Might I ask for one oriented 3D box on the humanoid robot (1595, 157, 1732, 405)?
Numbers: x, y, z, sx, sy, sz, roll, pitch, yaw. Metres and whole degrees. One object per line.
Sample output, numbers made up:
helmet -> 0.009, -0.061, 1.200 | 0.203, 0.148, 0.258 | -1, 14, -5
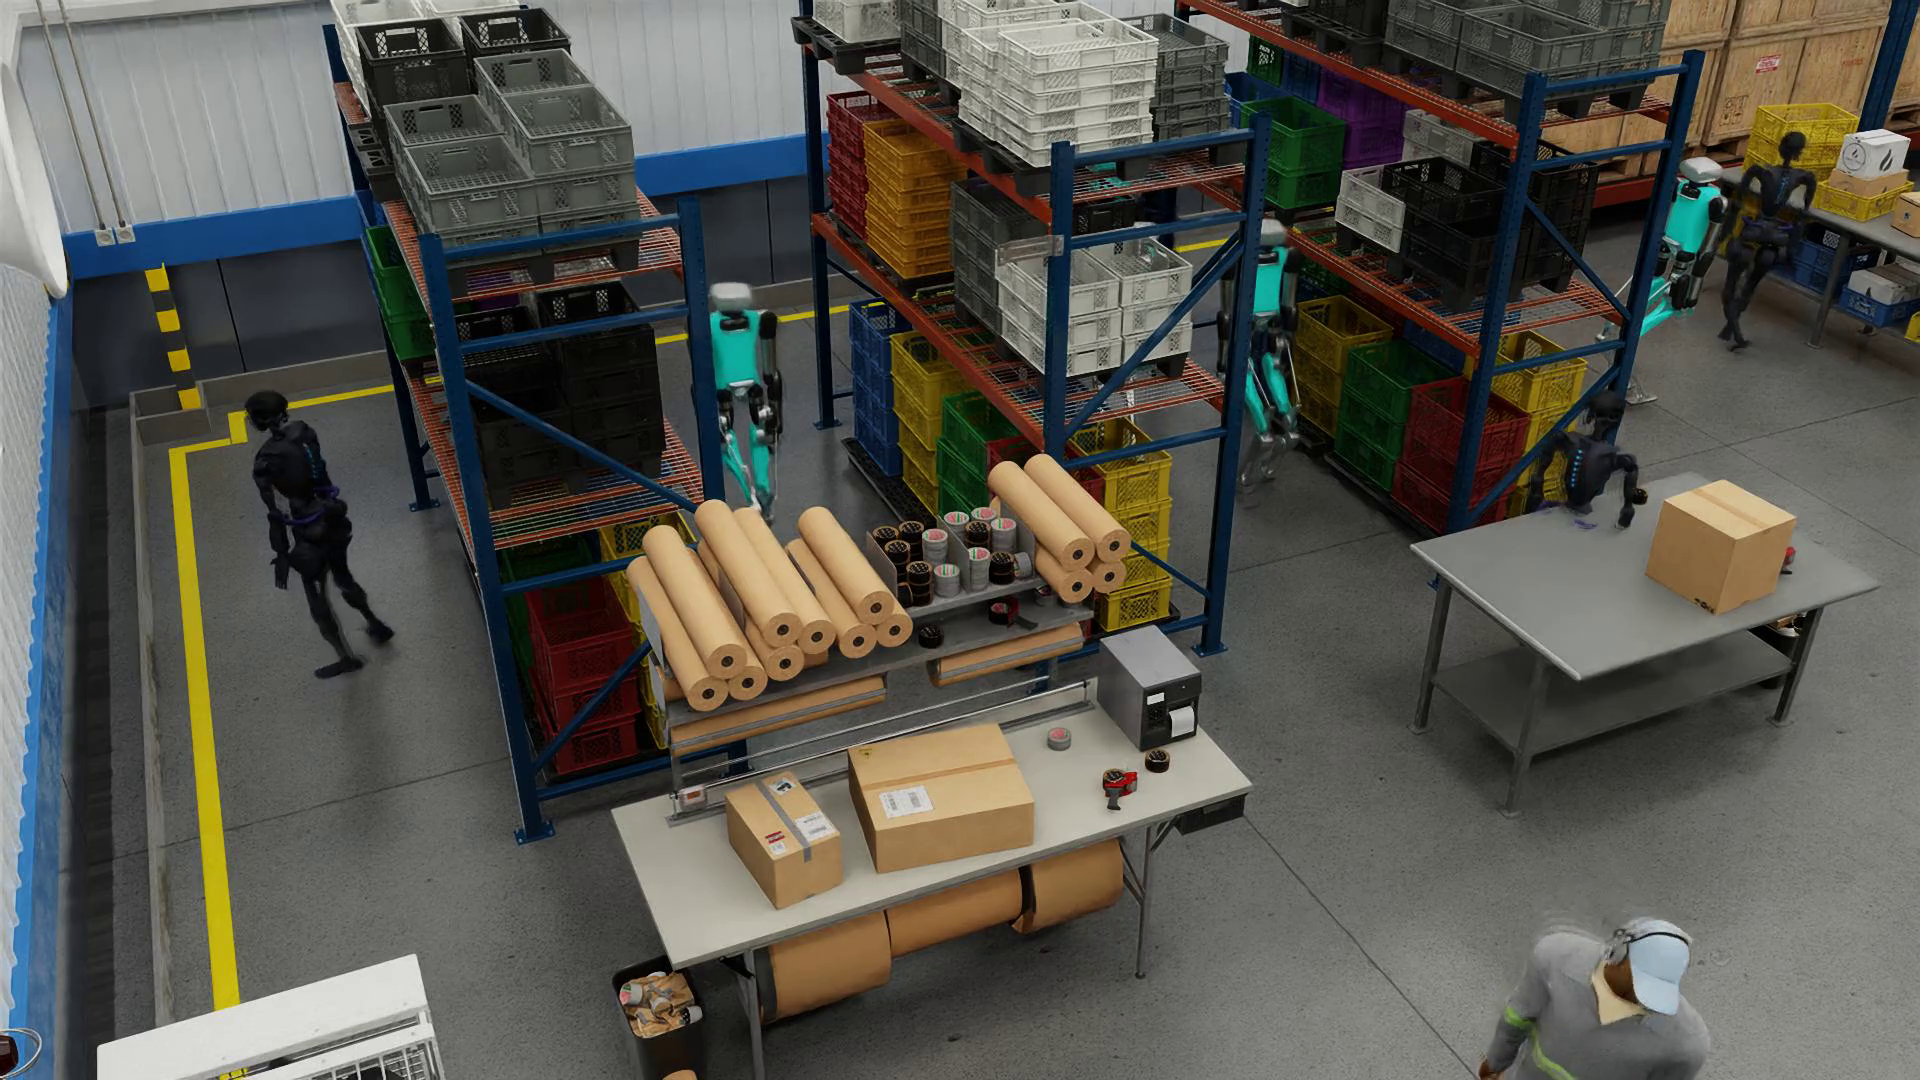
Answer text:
humanoid robot -> 4.670, -1.726, 11.279 | 0.726, 1.694, 0.532 | -10, 33, -16

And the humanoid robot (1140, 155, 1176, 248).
humanoid robot -> 1.407, -2.341, 12.422 | 0.372, 1.657, 0.597 | -6, 32, -10

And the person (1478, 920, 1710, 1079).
person -> 2.025, 1.862, 5.478 | 0.657, 1.818, 0.459 | 24, 39, 34

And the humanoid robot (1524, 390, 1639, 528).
humanoid robot -> 3.204, -0.016, 8.679 | 0.697, 1.633, 0.612 | -26, 40, -36

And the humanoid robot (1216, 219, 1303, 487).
humanoid robot -> 1.890, -1.076, 10.189 | 0.533, 1.677, 0.735 | -8, 33, -13

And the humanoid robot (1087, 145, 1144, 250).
humanoid robot -> 0.962, -2.152, 12.022 | 0.534, 1.758, 0.678 | 26, 40, 35

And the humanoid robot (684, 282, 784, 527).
humanoid robot -> -1.169, -0.513, 9.457 | 0.536, 1.765, 1.030 | -13, 34, -20

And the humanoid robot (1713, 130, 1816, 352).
humanoid robot -> 5.851, -2.172, 12.205 | 0.621, 1.651, 0.573 | 9, 33, 14

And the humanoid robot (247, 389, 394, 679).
humanoid robot -> -3.354, -0.047, 8.708 | 0.411, 1.646, 0.585 | 5, 32, 8

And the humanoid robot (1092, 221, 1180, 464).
humanoid robot -> 1.050, -1.304, 10.557 | 0.533, 1.681, 0.735 | -2, 32, -4
